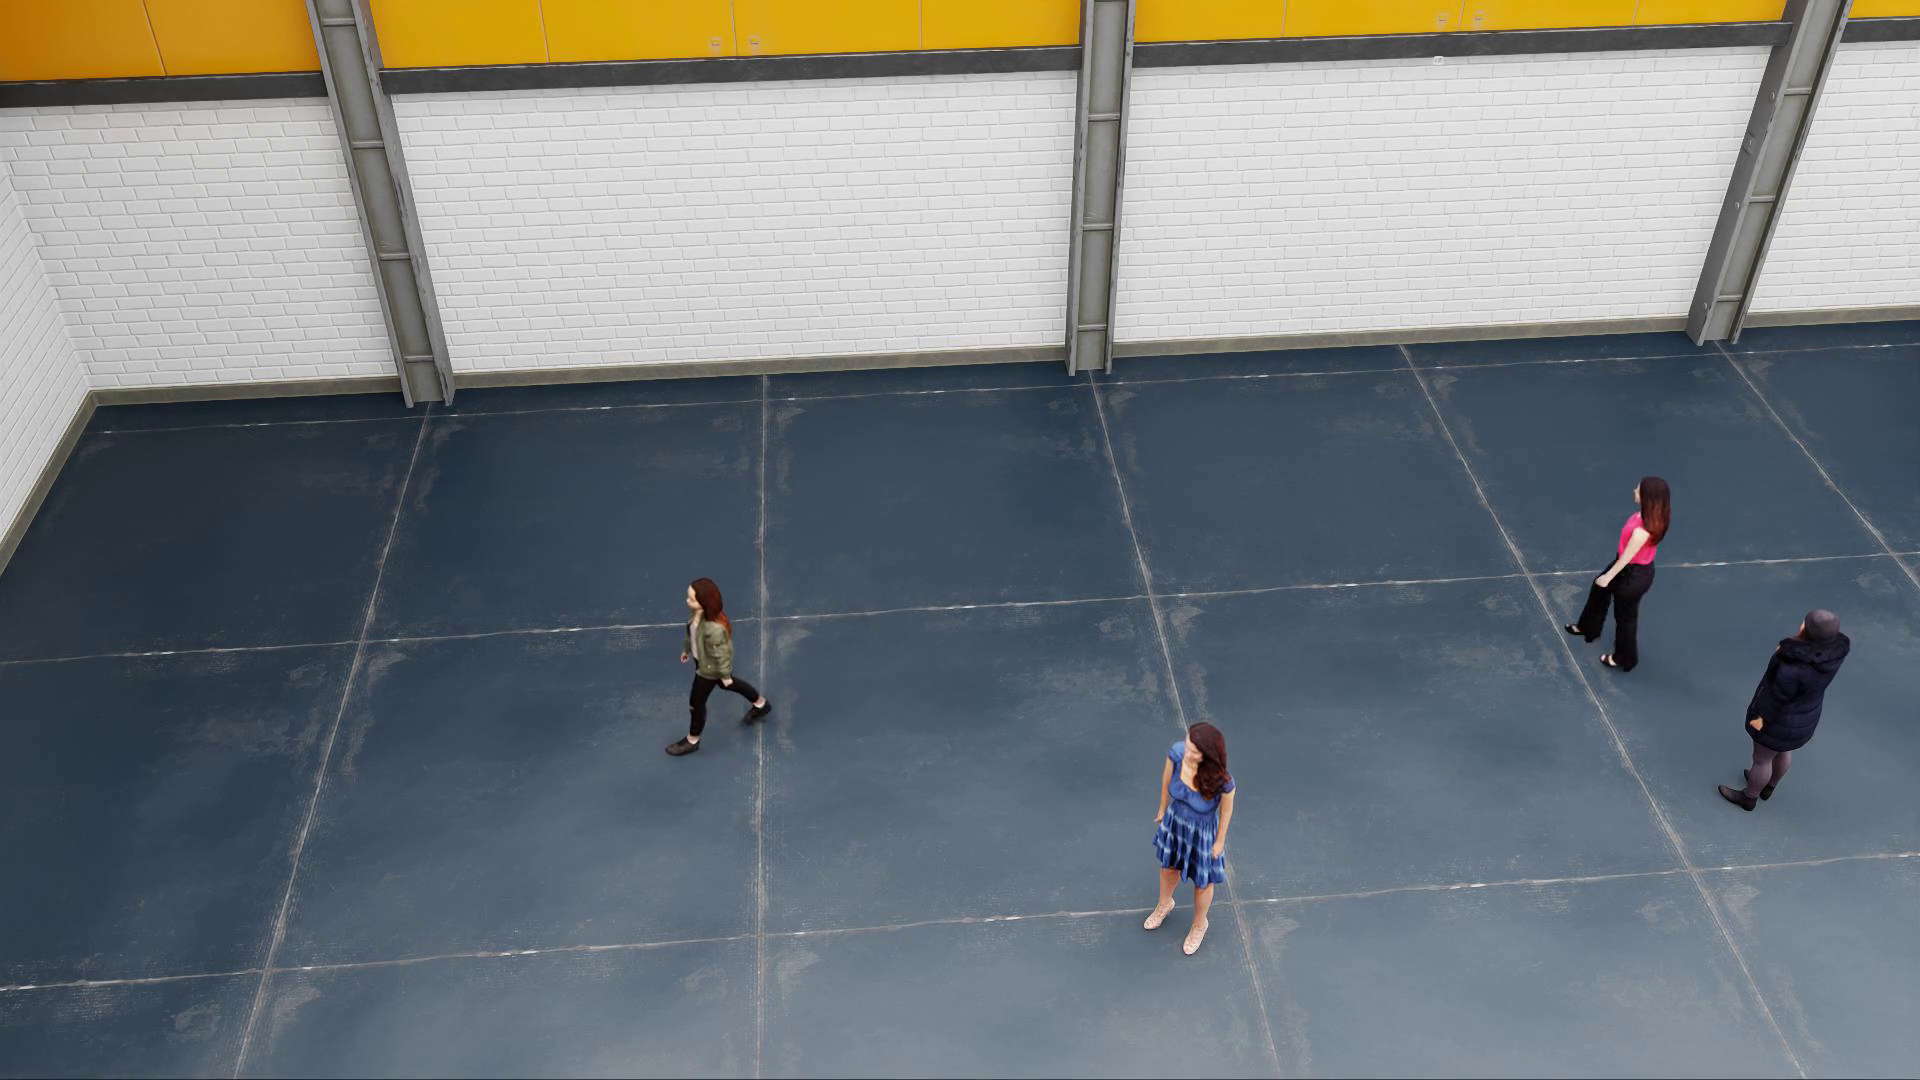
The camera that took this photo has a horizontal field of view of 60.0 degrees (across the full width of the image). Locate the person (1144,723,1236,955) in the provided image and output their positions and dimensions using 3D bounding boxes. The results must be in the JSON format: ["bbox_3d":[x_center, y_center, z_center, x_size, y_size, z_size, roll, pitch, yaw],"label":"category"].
[{"bbox_3d":[1.355,1.750,9.800,0.745,1.806,0.800,29,47,31],"label":"person"}]

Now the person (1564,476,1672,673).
[{"bbox_3d":[4.826,0.282,11.770,0.929,1.642,0.839,21,43,24],"label":"person"}]

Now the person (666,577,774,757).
[{"bbox_3d":[-1.618,0.809,11.268,1.090,1.444,0.775,-15,41,-18],"label":"person"}]

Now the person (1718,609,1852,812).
[{"bbox_3d":[5.339,1.095,10.725,0.744,1.675,0.843,-21,43,-24],"label":"person"}]
